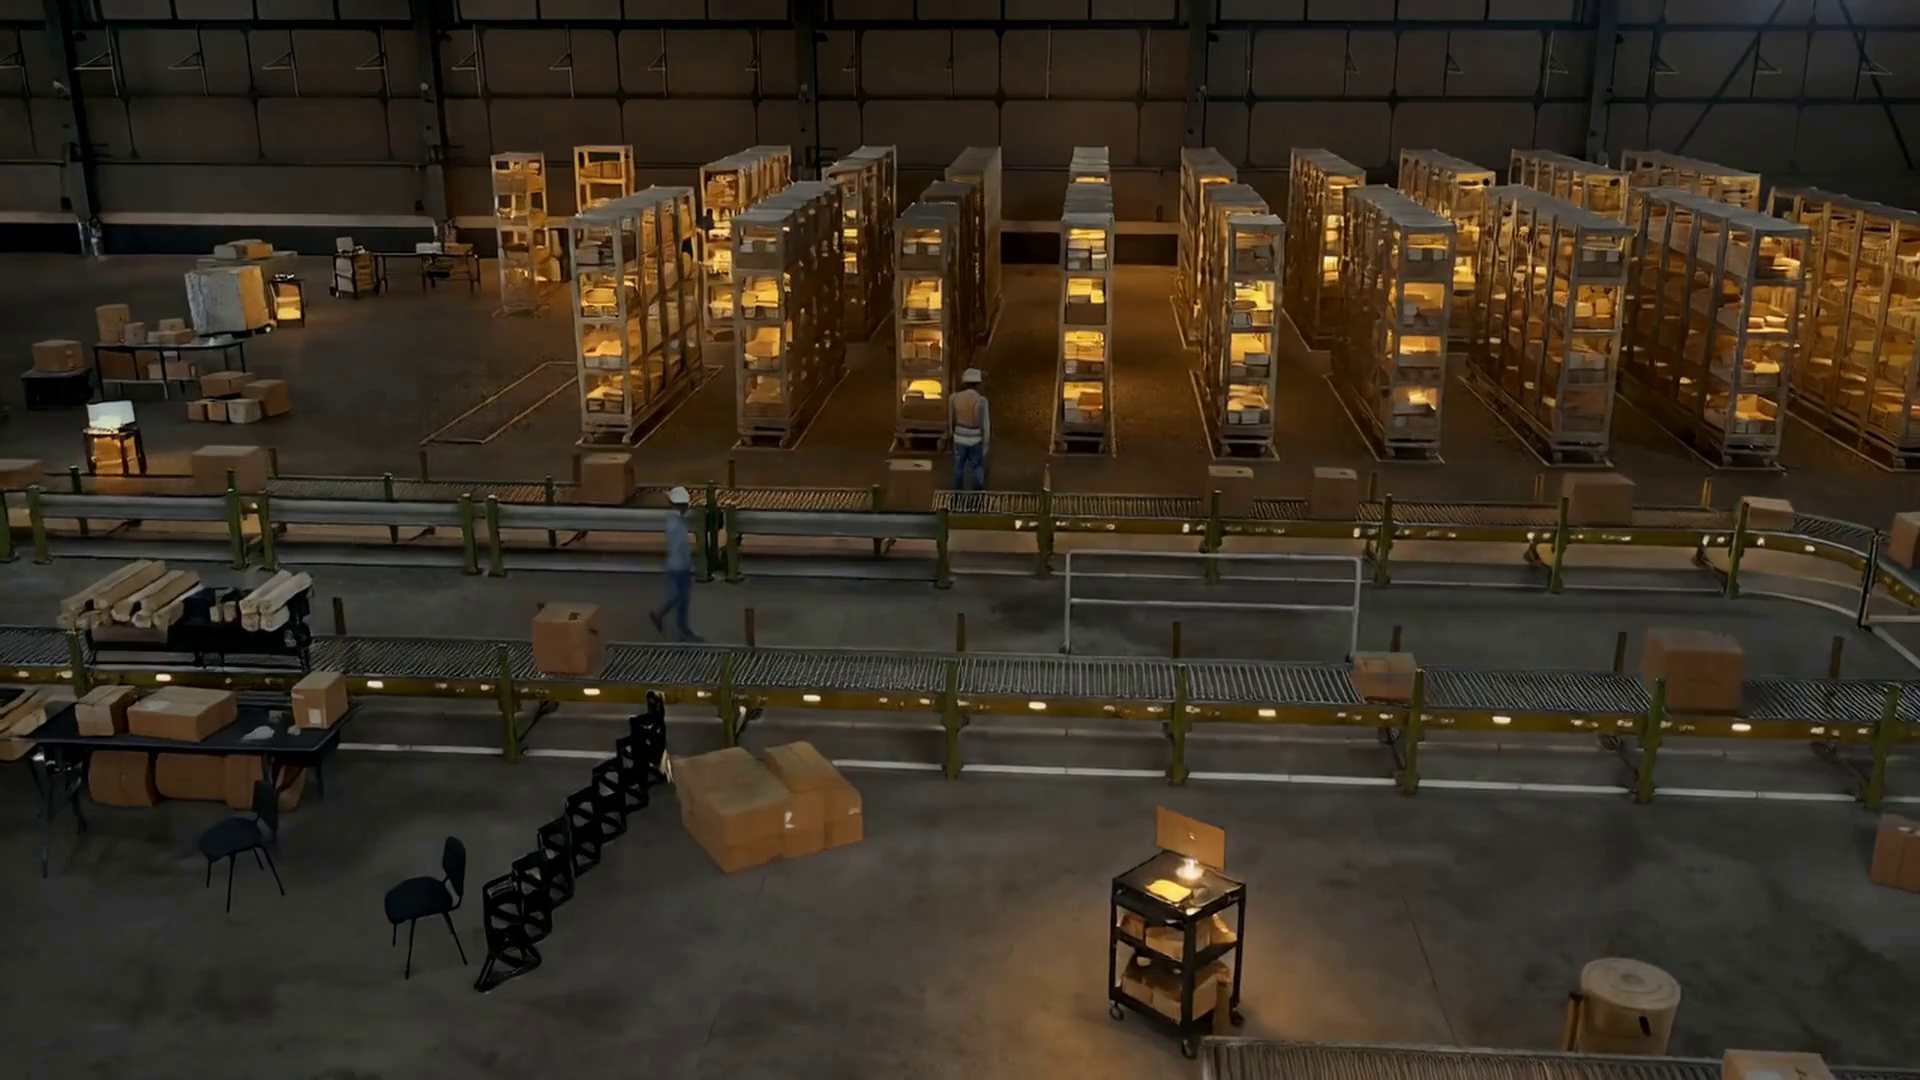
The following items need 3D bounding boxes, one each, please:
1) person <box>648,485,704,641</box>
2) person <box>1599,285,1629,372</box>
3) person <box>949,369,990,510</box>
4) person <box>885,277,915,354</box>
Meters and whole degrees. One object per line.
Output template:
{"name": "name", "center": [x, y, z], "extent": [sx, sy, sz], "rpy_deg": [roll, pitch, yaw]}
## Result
{"name": "person", "center": [-3.073, 0.263, 17.864], "extent": [0.505, 1.753, 0.530], "rpy_deg": [-3, 18, -8]}
{"name": "person", "center": [12.318, -4.039, 31.378], "extent": [0.388, 1.837, 0.560], "rpy_deg": [-12, 21, -33]}
{"name": "person", "center": [0.141, -1.369, 22.734], "extent": [0.602, 1.938, 0.402], "rpy_deg": [8, 19, 25]}
{"name": "person", "center": [-1.091, -4.573, 33.126], "extent": [0.775, 1.805, 0.596], "rpy_deg": [-2, 18, -6]}
